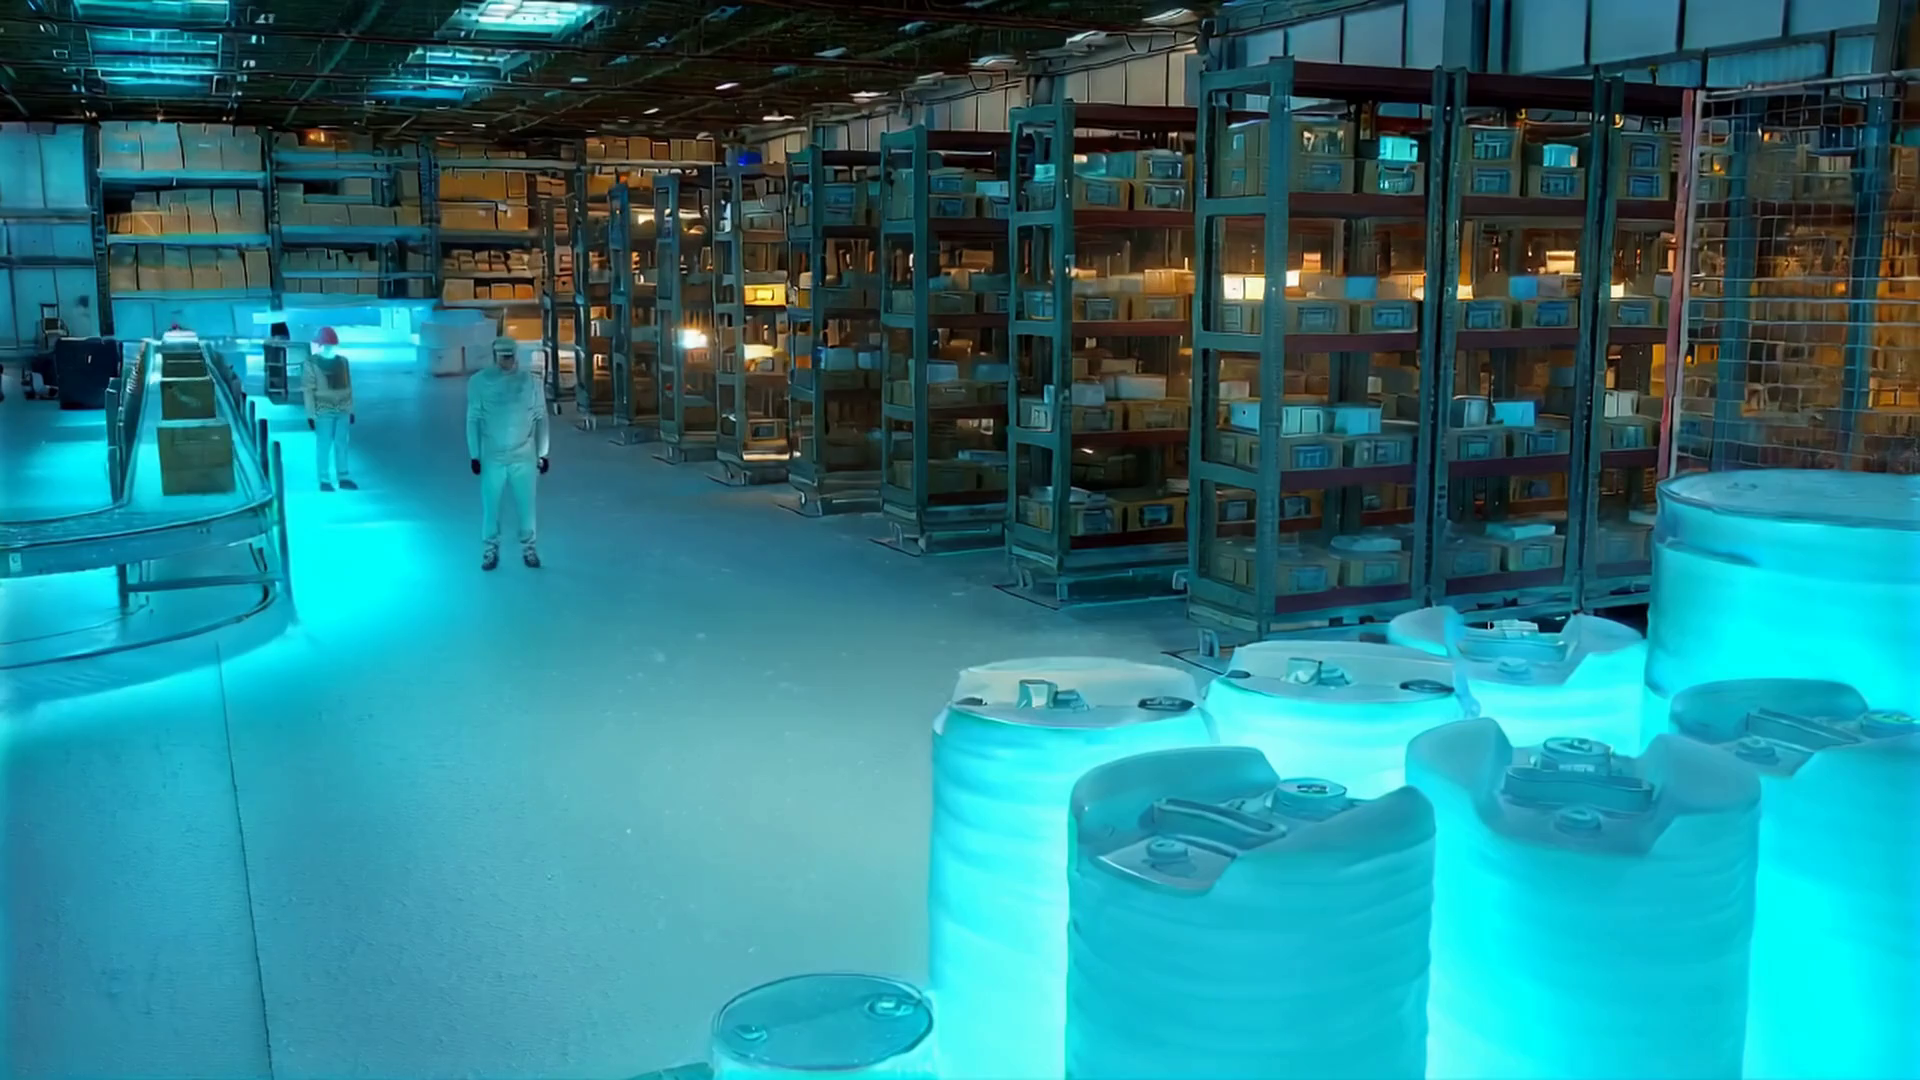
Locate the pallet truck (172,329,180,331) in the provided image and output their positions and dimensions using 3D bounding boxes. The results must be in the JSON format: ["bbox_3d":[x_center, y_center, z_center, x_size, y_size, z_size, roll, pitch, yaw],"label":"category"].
[{"bbox_3d":[-17.275,-3.851,35.096,1.601,1.201,0.680,0,9,1],"label":"pallet truck"}]

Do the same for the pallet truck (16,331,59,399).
[{"bbox_3d":[-17.082,-3.353,31.781,1.630,1.274,0.653,-4,10,-25],"label":"pallet truck"}]

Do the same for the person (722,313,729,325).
[{"bbox_3d":[-4.846,-4.122,34.708,1.112,1.903,0.623,-6,11,-34],"label":"person"}]

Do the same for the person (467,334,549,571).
[{"bbox_3d":[-3.658,-0.708,13.490,0.637,1.911,0.403,-3,10,-17],"label":"person"}]

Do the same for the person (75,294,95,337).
[{"bbox_3d":[-19.585,-4.522,37.142,0.802,1.916,0.634,-1,9,-5],"label":"person"}]

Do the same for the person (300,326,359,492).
[{"bbox_3d":[-6.912,-1.431,18.256,0.403,1.820,0.602,6,11,33],"label":"person"}]
